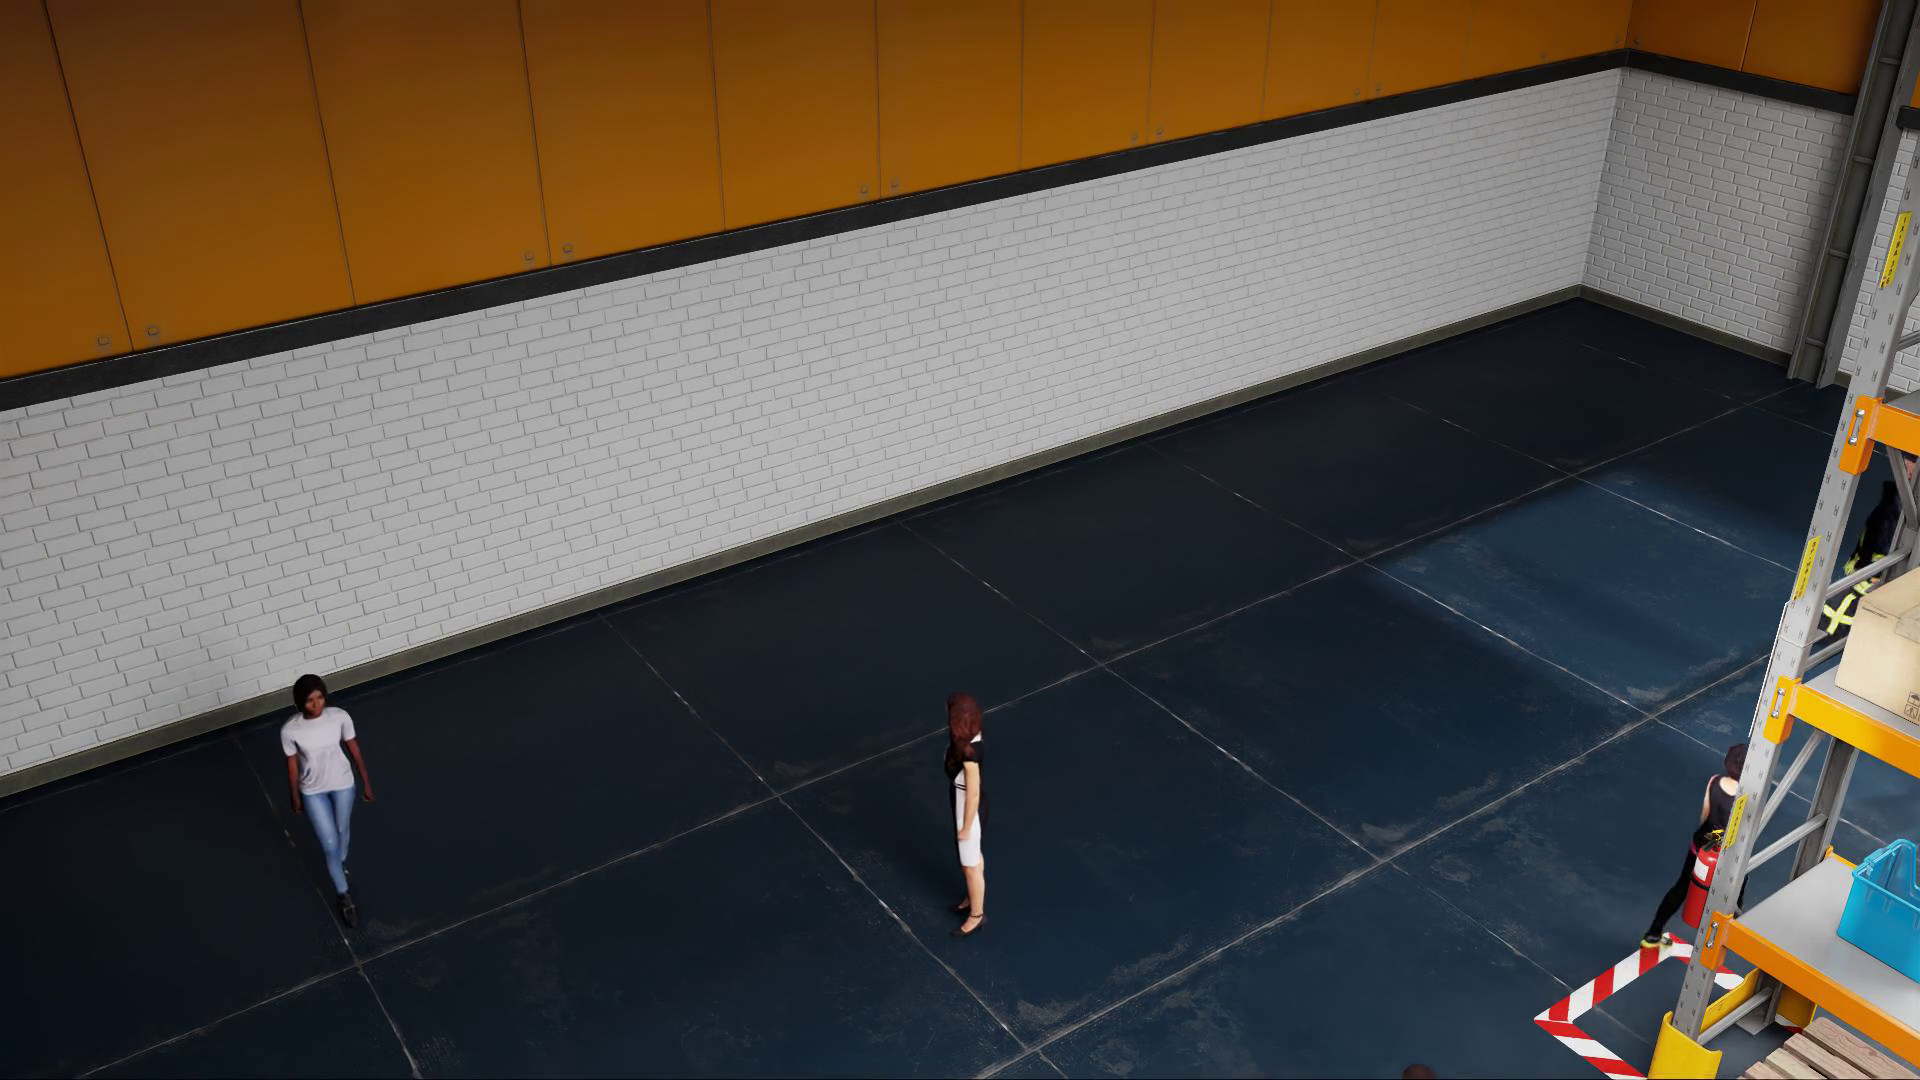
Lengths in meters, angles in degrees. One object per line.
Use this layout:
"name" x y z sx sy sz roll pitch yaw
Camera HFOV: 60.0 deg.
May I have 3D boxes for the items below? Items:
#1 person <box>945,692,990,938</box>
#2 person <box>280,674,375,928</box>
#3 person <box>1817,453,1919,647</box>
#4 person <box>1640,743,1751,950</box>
"person" 0.057 1.692 10.300 0.707 1.796 0.618 1 29 2
"person" -4.070 1.561 10.639 0.612 1.700 0.890 -18 34 -30
"person" 7.359 0.148 13.084 0.843 1.840 1.138 -24 37 -36
"person" 4.574 1.923 10.170 0.758 1.515 1.008 -11 30 -19
